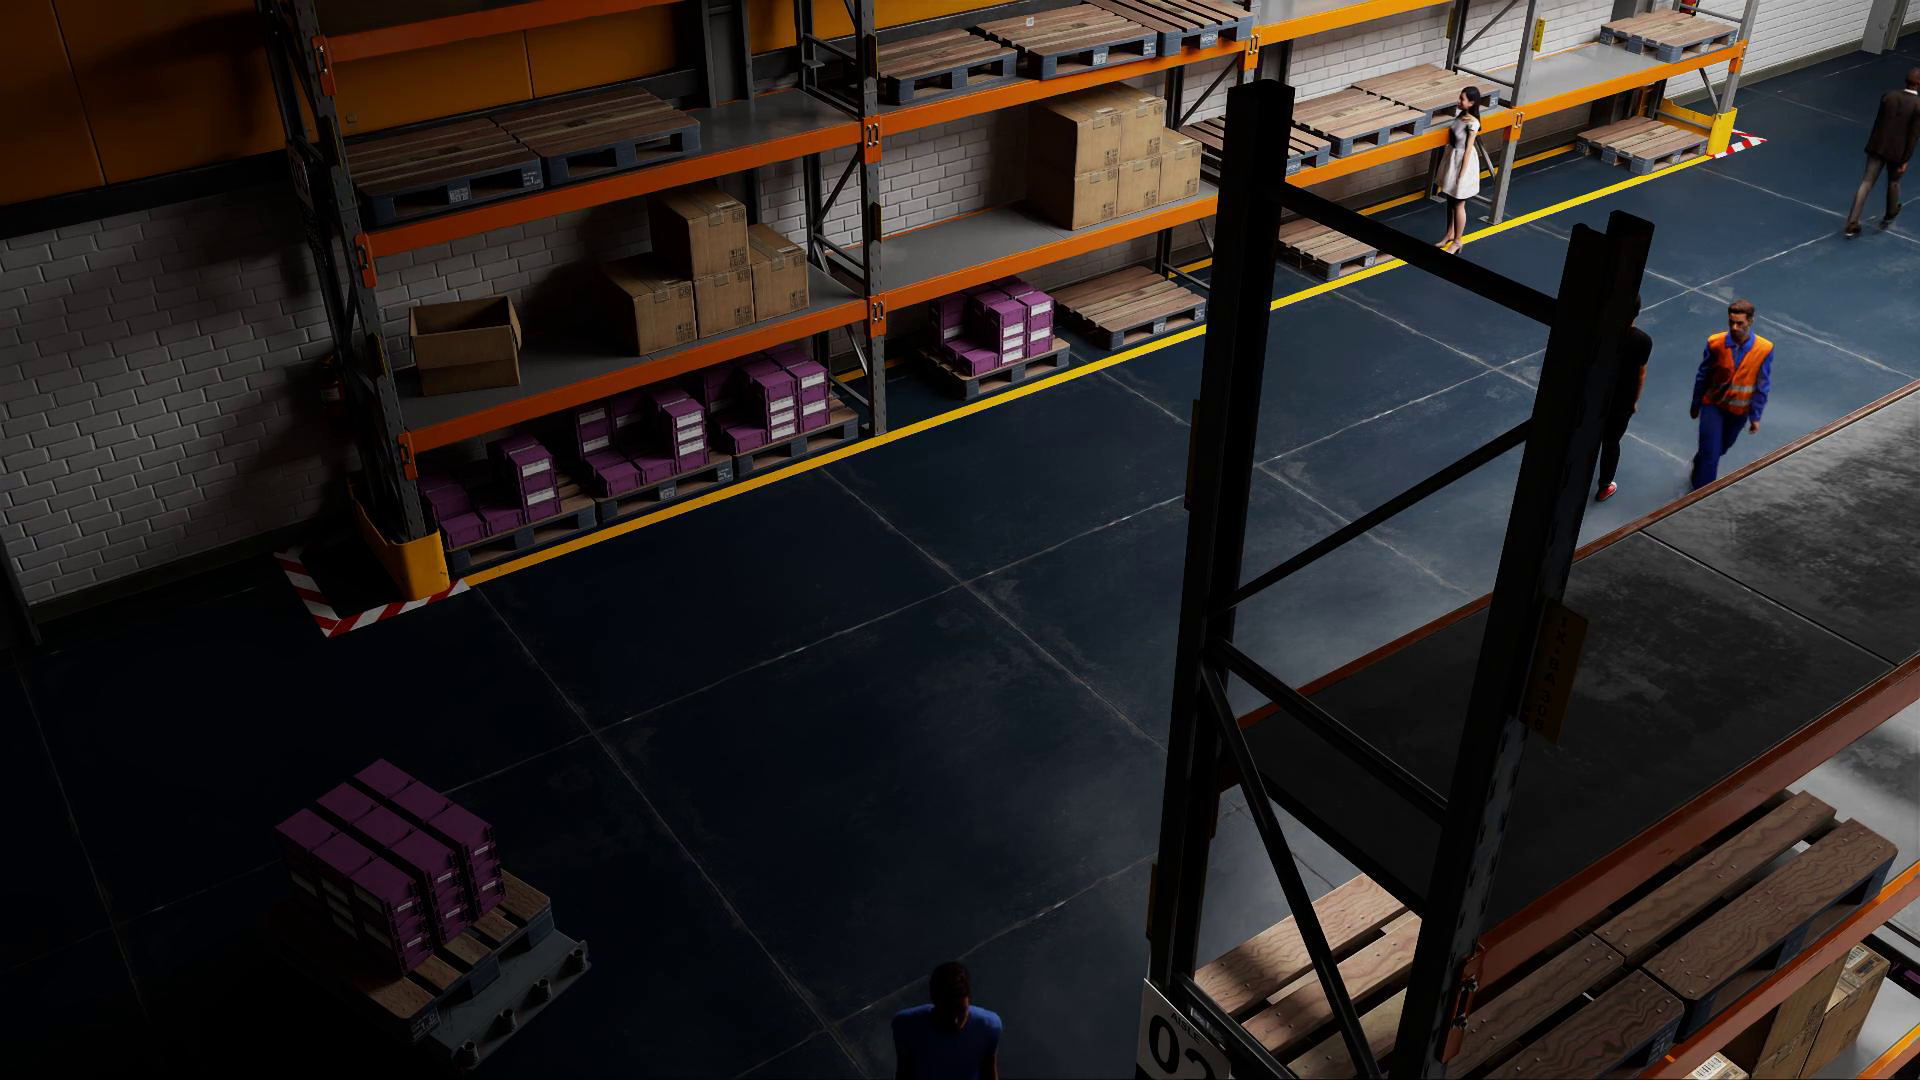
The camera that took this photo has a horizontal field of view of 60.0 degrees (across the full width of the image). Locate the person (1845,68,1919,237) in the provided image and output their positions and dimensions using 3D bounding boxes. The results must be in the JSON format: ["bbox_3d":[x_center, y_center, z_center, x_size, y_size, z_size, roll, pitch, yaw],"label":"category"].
[{"bbox_3d":[9.681,-4.022,17.431,1.179,1.753,0.765,-27,42,-34],"label":"person"}]

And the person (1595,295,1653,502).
[{"bbox_3d":[5.099,-1.129,13.074,0.707,1.758,0.700,19,38,26],"label":"person"}]

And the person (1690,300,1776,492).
[{"bbox_3d":[5.928,-1.033,12.877,1.149,1.817,1.286,8,35,12],"label":"person"}]

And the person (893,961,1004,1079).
[{"bbox_3d":[-0.077,2.503,7.524,0.949,1.852,0.972,0,34,0],"label":"person"}]

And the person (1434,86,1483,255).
[{"bbox_3d":[5.118,-3.785,17.060,0.805,1.769,0.778,-2,34,-3],"label":"person"}]
